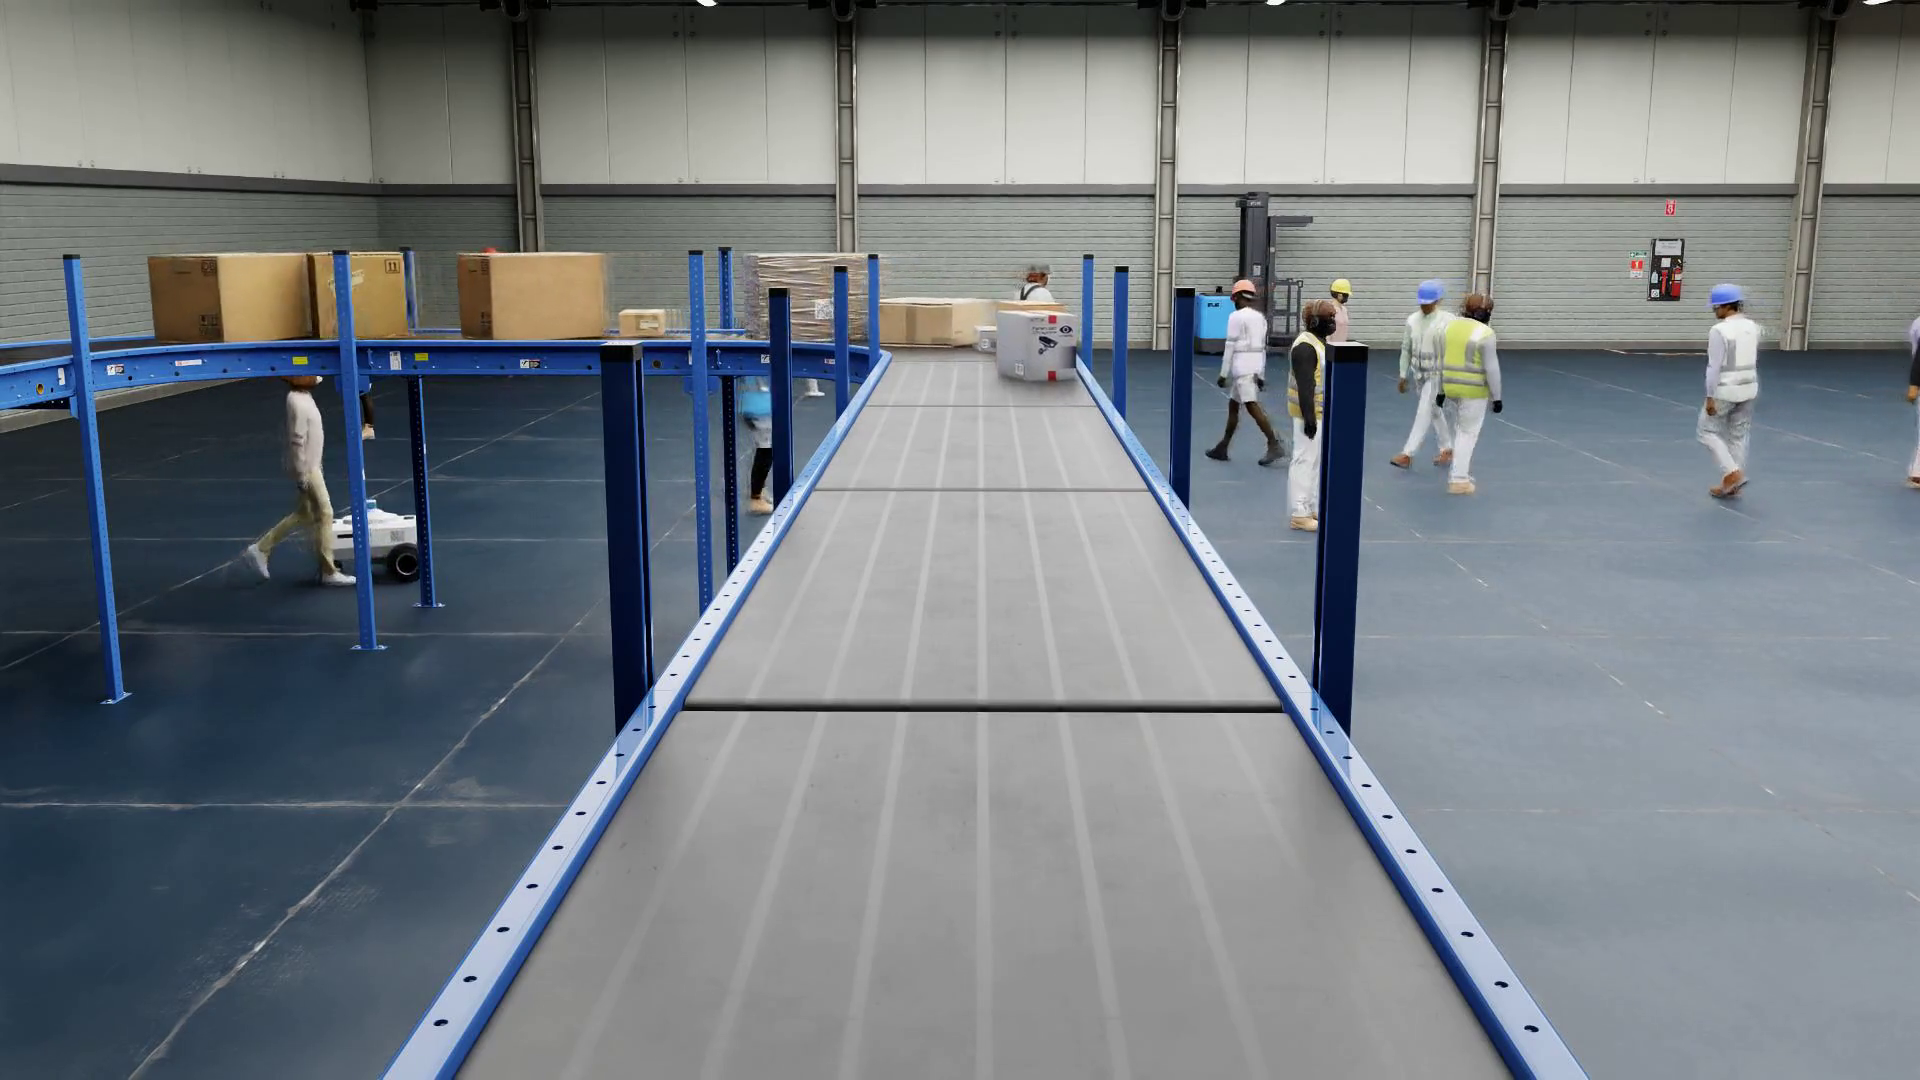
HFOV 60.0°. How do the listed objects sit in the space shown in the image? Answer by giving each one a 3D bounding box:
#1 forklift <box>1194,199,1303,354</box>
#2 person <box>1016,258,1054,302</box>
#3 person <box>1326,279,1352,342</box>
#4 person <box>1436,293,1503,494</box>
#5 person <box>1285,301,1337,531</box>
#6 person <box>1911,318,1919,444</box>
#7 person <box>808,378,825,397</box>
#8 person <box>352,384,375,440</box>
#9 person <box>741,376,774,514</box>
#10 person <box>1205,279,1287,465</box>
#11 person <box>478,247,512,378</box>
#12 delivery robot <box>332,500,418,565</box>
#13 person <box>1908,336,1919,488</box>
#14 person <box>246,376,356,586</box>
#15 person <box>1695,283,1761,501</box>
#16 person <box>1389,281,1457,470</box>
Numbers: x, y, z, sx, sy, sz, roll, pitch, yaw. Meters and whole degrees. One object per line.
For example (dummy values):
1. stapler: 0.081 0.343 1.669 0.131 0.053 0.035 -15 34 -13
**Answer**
1. forklift: 5.313 -4.851 30.603 1.873 2.768 1.129 0 11 1
2. person: 0.997 -2.577 21.079 0.992 2.000 0.692 -4 12 -22
3. person: 4.529 -2.260 20.053 0.329 1.766 0.523 8 14 37
4. person: 4.704 -1.336 15.177 0.611 1.818 0.659 -6 12 -27
5. person: 2.890 -0.998 13.460 0.477 1.841 0.637 5 12 26
6. person: 9.341 -1.474 15.743 0.653 1.874 0.794 10 15 43
7. person: -2.221 -2.783 23.105 0.658 1.616 0.523 -9 14 -38
8. person: -6.804 -1.984 18.818 0.320 1.692 0.531 -4 12 -19
9. person: -1.631 -1.067 14.132 0.479 1.679 0.544 -6 13 -30
10. person: 2.994 -1.727 17.063 0.977 1.868 0.552 8 14 36
11. person: -7.337 -3.576 26.133 0.418 2.044 0.612 8 14 36
12. delivery robot: -4.115 -0.037 11.614 0.707 0.478 0.477 -3 12 -17
13. person: 9.033 -1.398 15.078 0.637 1.963 0.762 -4 12 -21
14. person: -4.505 -0.482 11.290 0.655 1.615 0.499 -4 12 -20
15. person: 6.839 -1.303 14.755 0.691 1.919 0.471 -5 12 -24
16. person: 4.683 -1.641 16.599 0.999 1.870 0.623 -7 13 -32
